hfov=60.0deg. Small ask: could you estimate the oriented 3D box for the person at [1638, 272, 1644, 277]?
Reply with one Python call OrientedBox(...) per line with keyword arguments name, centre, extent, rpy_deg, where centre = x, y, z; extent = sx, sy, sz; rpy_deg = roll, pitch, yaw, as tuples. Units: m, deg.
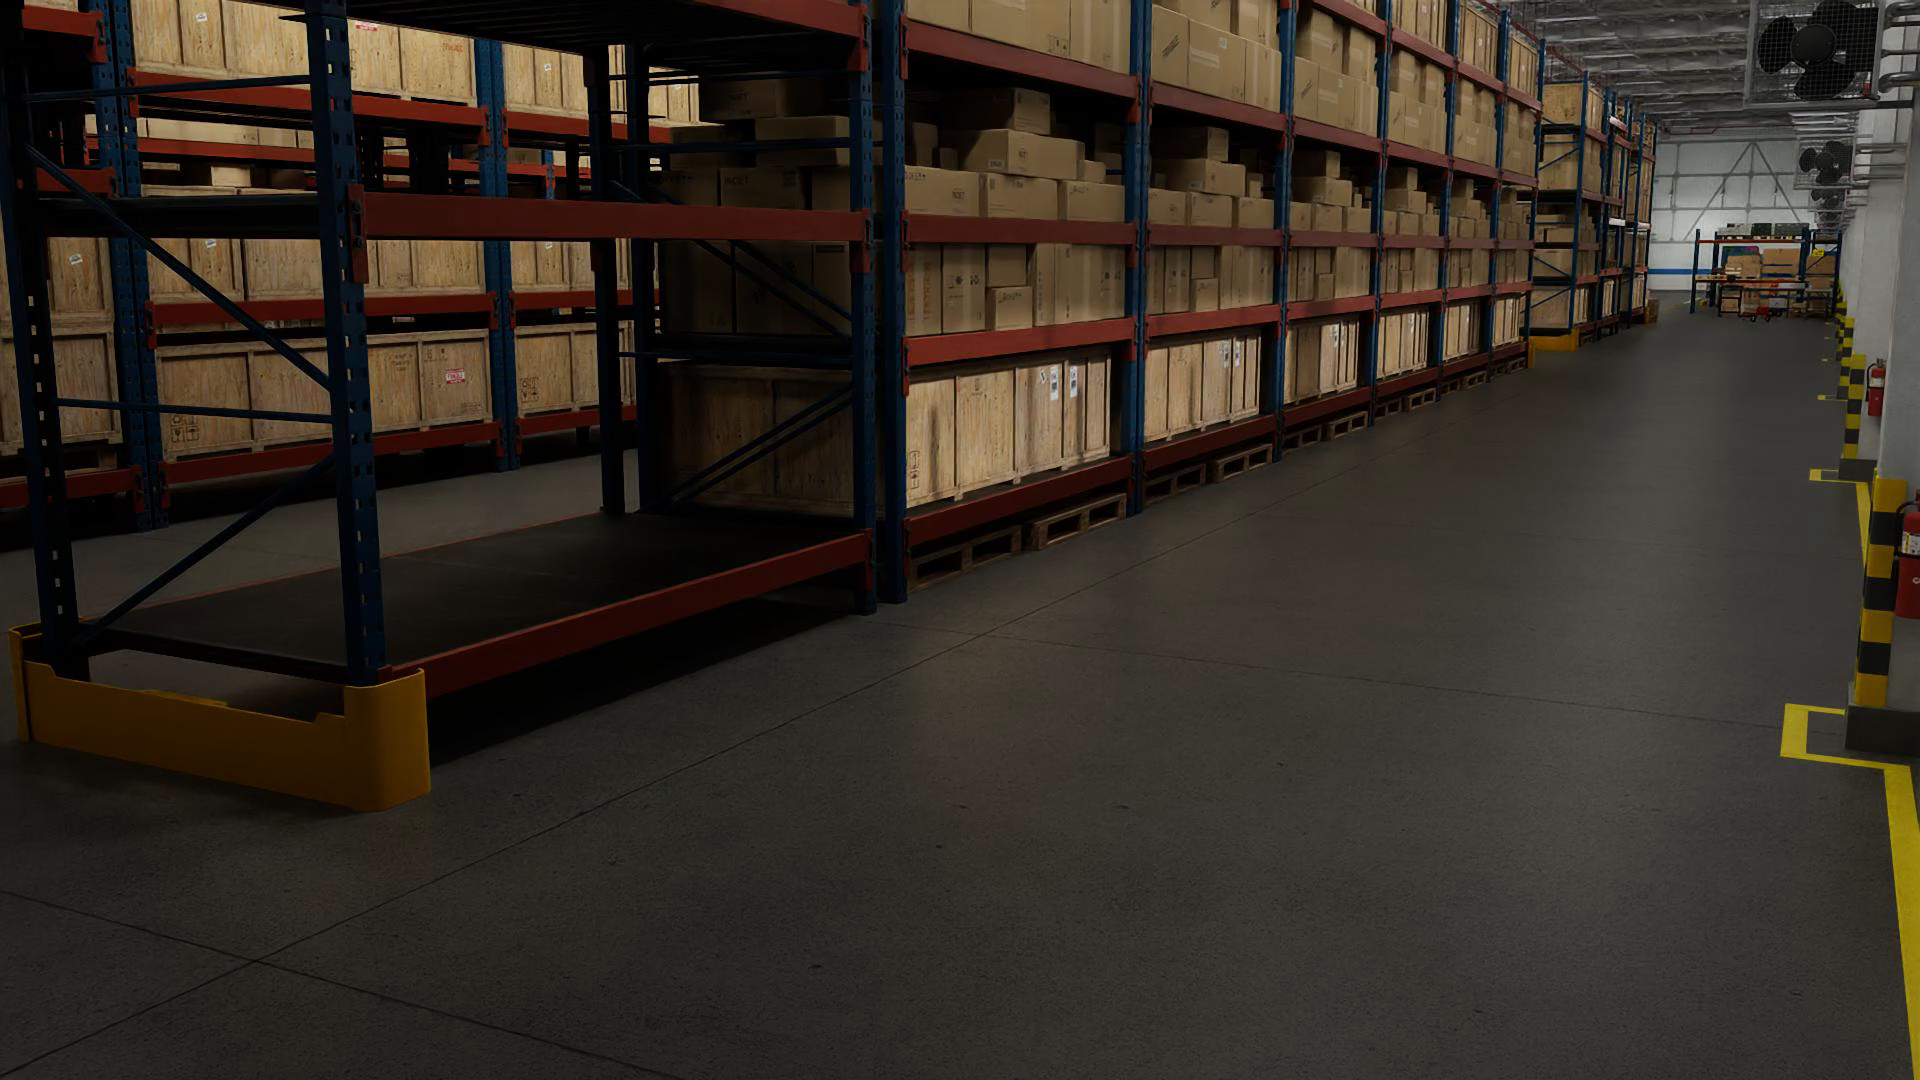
OrientedBox(name="person", centre=(36.364, -13.963, 88.806), extent=(0.509, 1.629, 0.314), rpy_deg=(3, 10, 15))
